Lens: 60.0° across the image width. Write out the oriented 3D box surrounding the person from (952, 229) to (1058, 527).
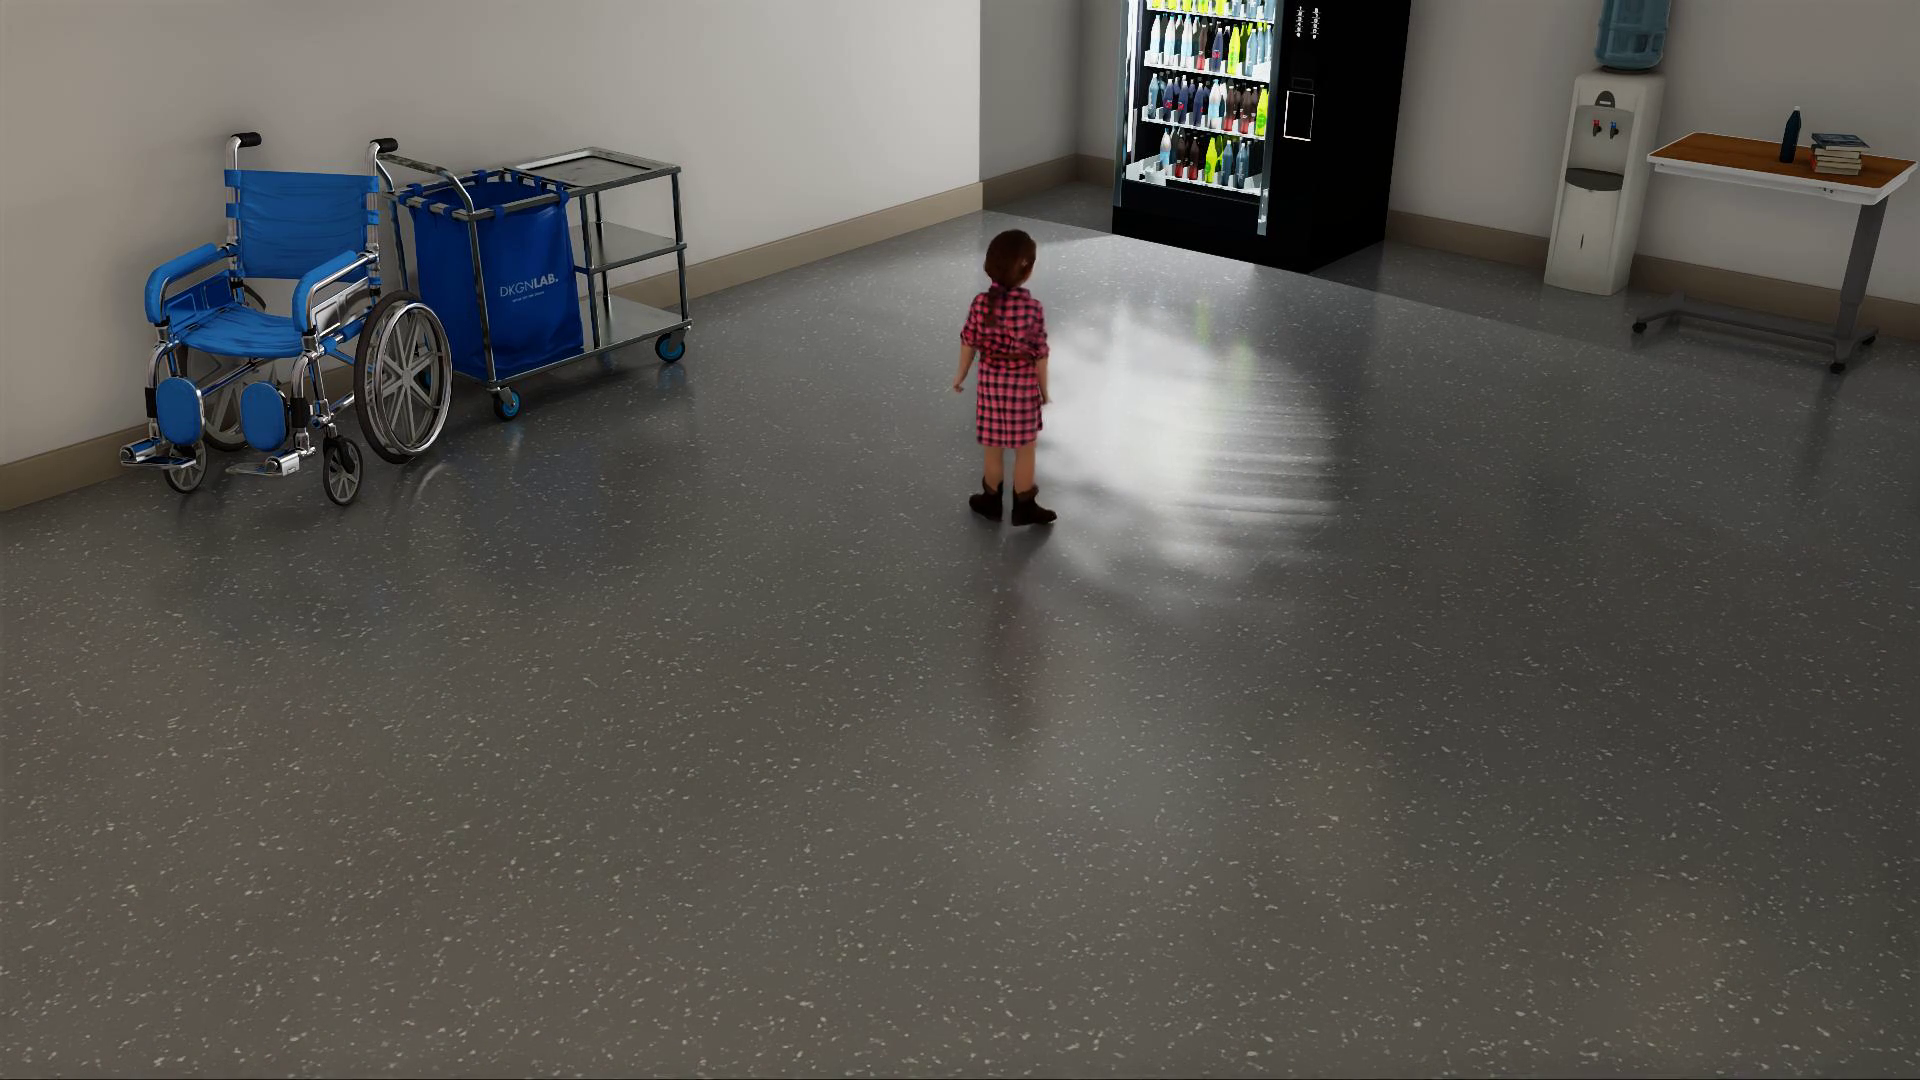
[{"bbox_3d":[0.164,-0.540,5.603,0.509,1.022,0.649,2,26,4],"label":"person"}]
